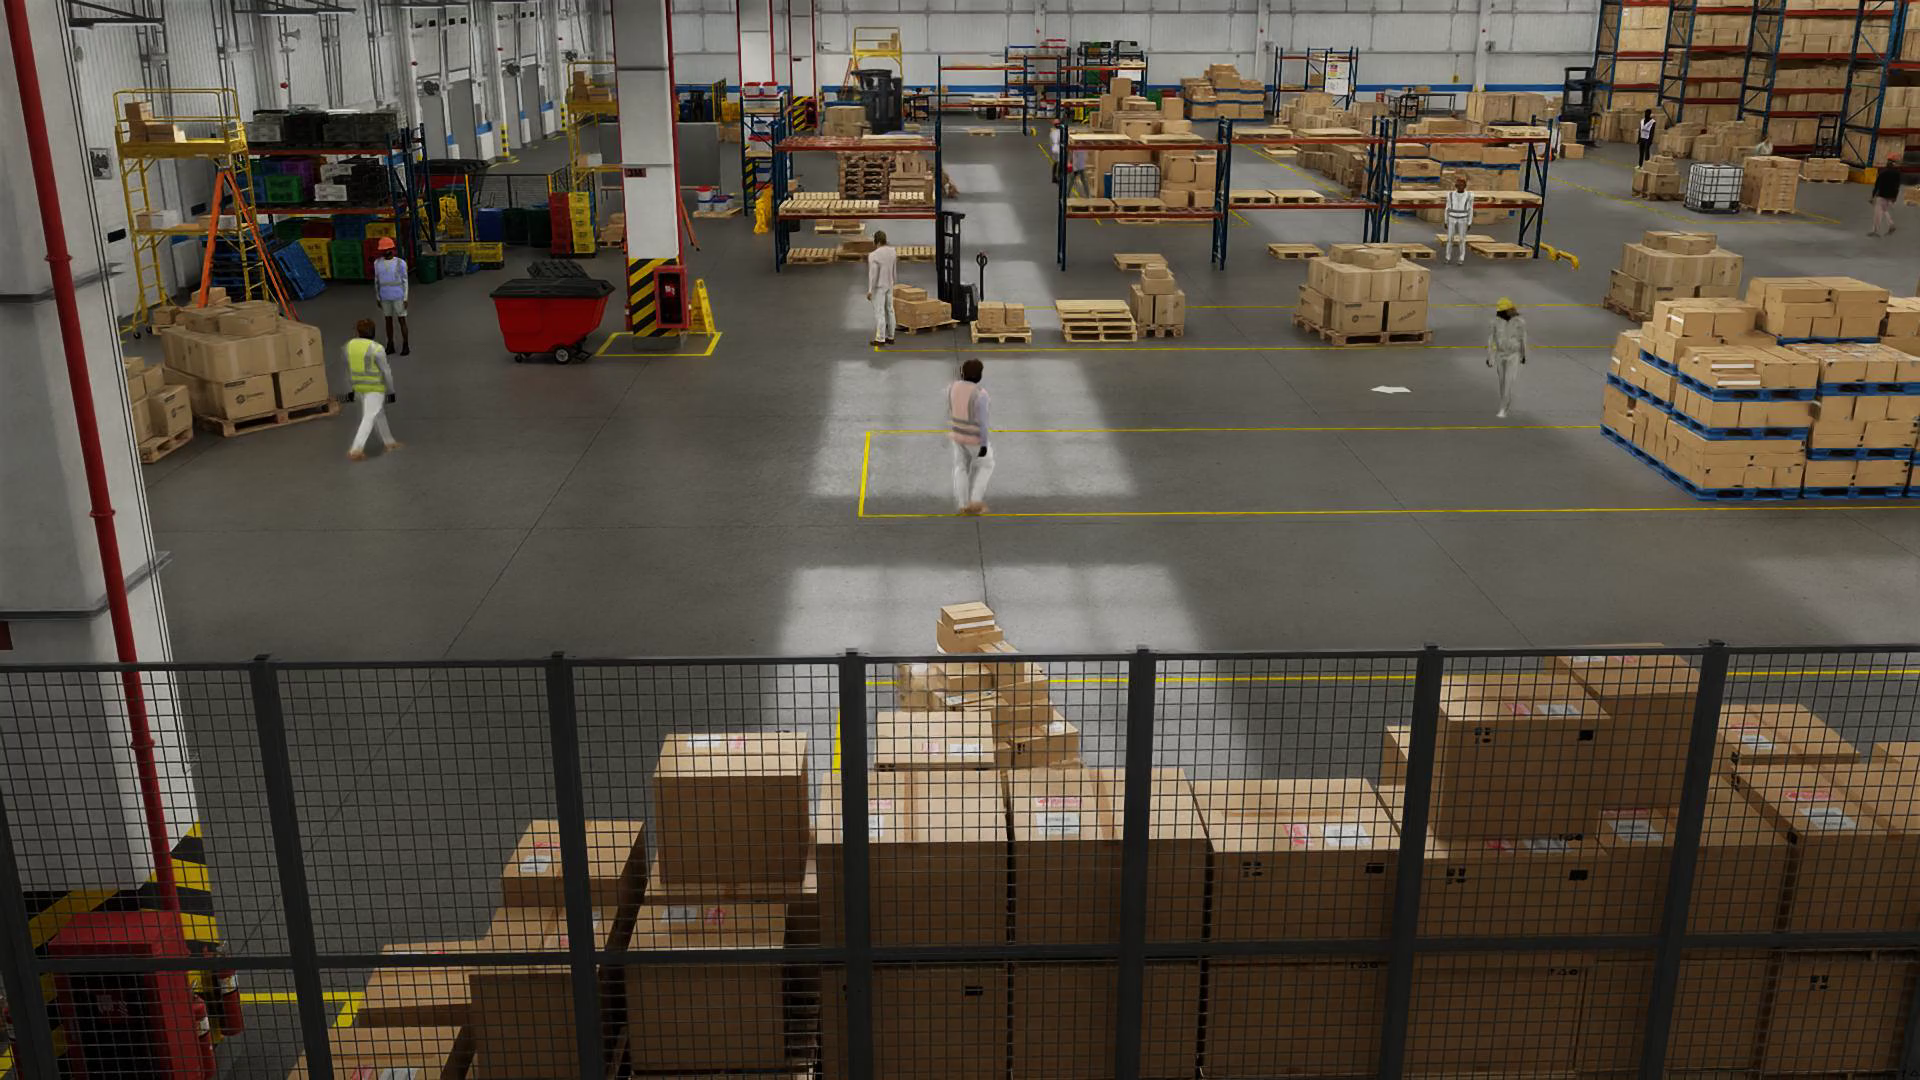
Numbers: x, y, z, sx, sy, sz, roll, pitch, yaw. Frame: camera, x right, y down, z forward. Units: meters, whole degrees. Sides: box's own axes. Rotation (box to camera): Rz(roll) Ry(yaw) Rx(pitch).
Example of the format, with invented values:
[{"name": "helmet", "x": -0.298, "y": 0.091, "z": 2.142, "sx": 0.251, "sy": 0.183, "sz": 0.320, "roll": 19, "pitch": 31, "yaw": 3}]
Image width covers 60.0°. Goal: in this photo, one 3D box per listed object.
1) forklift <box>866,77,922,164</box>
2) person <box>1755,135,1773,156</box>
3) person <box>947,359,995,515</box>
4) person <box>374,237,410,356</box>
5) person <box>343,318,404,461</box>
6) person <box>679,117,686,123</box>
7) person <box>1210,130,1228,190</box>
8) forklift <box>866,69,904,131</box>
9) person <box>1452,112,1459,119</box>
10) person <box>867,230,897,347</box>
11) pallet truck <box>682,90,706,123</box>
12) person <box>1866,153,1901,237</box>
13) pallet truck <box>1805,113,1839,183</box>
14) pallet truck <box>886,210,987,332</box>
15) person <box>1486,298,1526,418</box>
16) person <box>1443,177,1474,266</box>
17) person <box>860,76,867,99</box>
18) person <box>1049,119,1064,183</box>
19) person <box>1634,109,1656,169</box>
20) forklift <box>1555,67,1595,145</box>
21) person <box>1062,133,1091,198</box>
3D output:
[{"name": "forklift", "x": -2.259, "y": -13.811, "z": 54.842, "sx": 1.873, "sy": 2.768, "sz": 1.129, "roll": 13, "pitch": 22, "yaw": 33}, {"name": "person", "x": 23.412, "y": -10.955, "z": 48.328, "sx": 0.545, "sy": 1.595, "sz": 0.824, "roll": -7, "pitch": 20, "yaw": -19}, {"name": "person", "x": 0.127, "y": -1.163, "z": 18.957, "sx": 0.628, "sy": 1.829, "sz": 0.453, "roll": 17, "pitch": 25, "yaw": 40}, {"name": "person", "x": -9.252, "y": -3.967, "z": 27.091, "sx": 0.544, "sy": 1.939, "sz": 0.354, "roll": 1, "pitch": 19, "yaw": 3}, {"name": "person", "x": -7.572, "y": -1.926, "z": 21.267, "sx": 0.627, "sy": 1.803, "sz": 0.944, "roll": 10, "pitch": 21, "yaw": 27}, {"name": "person", "x": -8.917, "y": -12.817, "z": 53.738, "sx": 0.548, "sy": 1.675, "sz": 0.500, "roll": 3, "pitch": 19, "yaw": 9}, {"name": "person", "x": 7.223, "y": -10.459, "z": 46.385, "sx": 0.630, "sy": 1.918, "sz": 0.808, "roll": 10, "pitch": 21, "yaw": 27}, {"name": "forklift", "x": -2.895, "y": -15.504, "z": 59.864, "sx": 1.129, "sy": 2.768, "sz": 1.873, "roll": 10, "pitch": 21, "yaw": 28}, {"name": "person", "x": 16.838, "y": -13.800, "z": 56.800, "sx": 0.545, "sy": 1.588, "sz": 0.888, "roll": -4, "pitch": 19, "yaw": -12}, {"name": "person", "x": -1.309, "y": -4.198, "z": 27.774, "sx": 0.371, "sy": 1.941, "sz": 0.627, "roll": 15, "pitch": 24, "yaw": 37}, {"name": "pallet truck", "x": -9.671, "y": -15.907, "z": 62.421, "sx": 0.823, "sy": 1.965, "sz": 1.885, "roll": 5, "pitch": 19, "yaw": 15}, {"name": "person", "x": 22.014, "y": -8.170, "z": 39.512, "sx": 0.641, "sy": 1.964, "sz": 0.507, "roll": -7, "pitch": 20, "yaw": -20}, {"name": "pallet truck", "x": 26.403, "y": -11.957, "z": 50.702, "sx": 0.823, "sy": 1.965, "sz": 1.885, "roll": 6, "pitch": 19, "yaw": 16}, {"name": "pallet truck", "x": -0.493, "y": -4.759, "z": 29.349, "sx": 1.885, "sy": 1.965, "sz": 0.823, "roll": -13, "pitch": 23, "yaw": -34}, {"name": "person", "x": 7.648, "y": -2.570, "z": 23.324, "sx": 0.501, "sy": 1.678, "sz": 0.782, "roll": 10, "pitch": 21, "yaw": 27}, {"name": "person", "x": 10.693, "y": -6.838, "z": 35.714, "sx": 0.571, "sy": 1.876, "sz": 0.353, "roll": 8, "pitch": 20, "yaw": 23}, {"name": "person", "x": -4.156, "y": -19.116, "z": 72.041, "sx": 0.370, "sy": 1.934, "sz": 0.627, "roll": -1, "pitch": 19, "yaw": -3}, {"name": "person", "x": 2.937, "y": -11.754, "z": 50.263, "sx": 0.569, "sy": 1.890, "sz": 0.524, "roll": 13, "pitch": 23, "yaw": 33}, {"name": "person", "x": 22.238, "y": -12.992, "z": 53.912, "sx": 0.397, "sy": 1.911, "sz": 0.588, "roll": -8, "pitch": 20, "yaw": -23}, {"name": "forklift", "x": 22.662, "y": -16.002, "z": 61.344, "sx": 1.129, "sy": 2.768, "sz": 1.873, "roll": -1, "pitch": 19, "yaw": -1}, {"name": "person", "x": 3.290, "y": -10.322, "z": 46.070, "sx": 0.985, "sy": 1.867, "sz": 0.582, "roll": 17, "pitch": 25, "yaw": 41}]
